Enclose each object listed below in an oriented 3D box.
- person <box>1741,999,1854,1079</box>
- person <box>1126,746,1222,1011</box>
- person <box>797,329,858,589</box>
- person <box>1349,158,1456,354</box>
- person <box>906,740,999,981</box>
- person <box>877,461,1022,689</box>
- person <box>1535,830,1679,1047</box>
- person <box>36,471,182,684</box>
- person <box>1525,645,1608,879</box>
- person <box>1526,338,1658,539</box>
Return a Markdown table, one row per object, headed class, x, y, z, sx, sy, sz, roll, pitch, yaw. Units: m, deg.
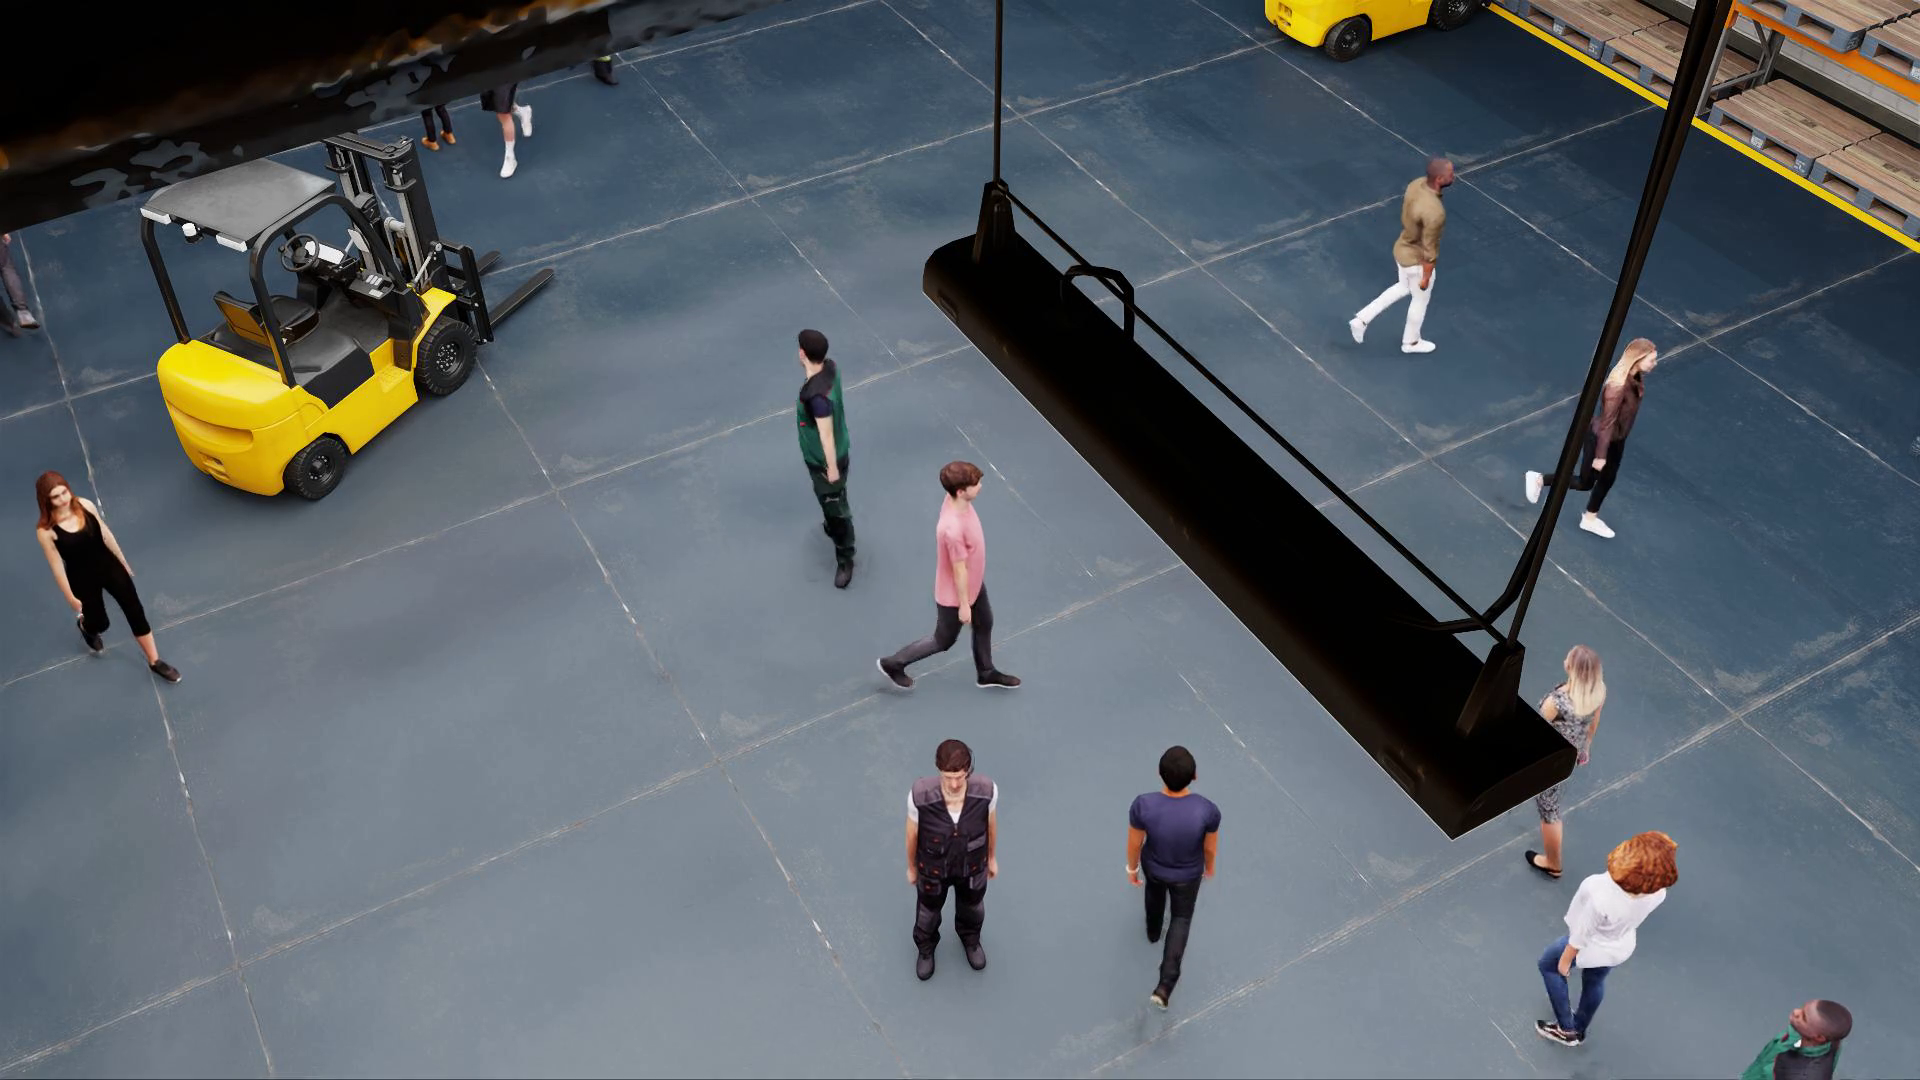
| class | x | y | z | sx | sy | sz | roll | pitch | yaw |
| --- | --- | --- | --- | --- | --- | --- | --- | --- | --- |
| person | 3.916 | 2.787 | 7.903 | 1.280 | 1.802 | 1.074 | 21 | 48 | 21 |
| person | 1.127 | 1.825 | 8.937 | 1.053 | 1.768 | 1.136 | 8 | 44 | 8 |
| person | -0.869 | -0.543 | 11.345 | 0.986 | 1.875 | 0.773 | -11 | 45 | -12 |
| person | 3.546 | -2.229 | 13.166 | 0.989 | 1.804 | 1.029 | -6 | 44 | -6 |
| person | -0.046 | 1.709 | 9.002 | 0.729 | 1.848 | 0.703 | -5 | 44 | -6 |
| person | -0.106 | 0.291 | 10.433 | 1.133 | 1.926 | 1.191 | 3 | 44 | 3 |
| person | 3.369 | 2.159 | 8.640 | 0.707 | 1.694 | 0.683 | -13 | 45 | -13 |
| person | -5.581 | 0.220 | 10.667 | 1.097 | 1.706 | 0.853 | 26 | 50 | 25 |
| person | 3.458 | 1.323 | 9.546 | 0.629 | 1.656 | 1.120 | -19 | 47 | -19 |
| person | 4.456 | -0.739 | 11.689 | 1.012 | 1.685 | 0.785 | 31 | 52 | 29 |
